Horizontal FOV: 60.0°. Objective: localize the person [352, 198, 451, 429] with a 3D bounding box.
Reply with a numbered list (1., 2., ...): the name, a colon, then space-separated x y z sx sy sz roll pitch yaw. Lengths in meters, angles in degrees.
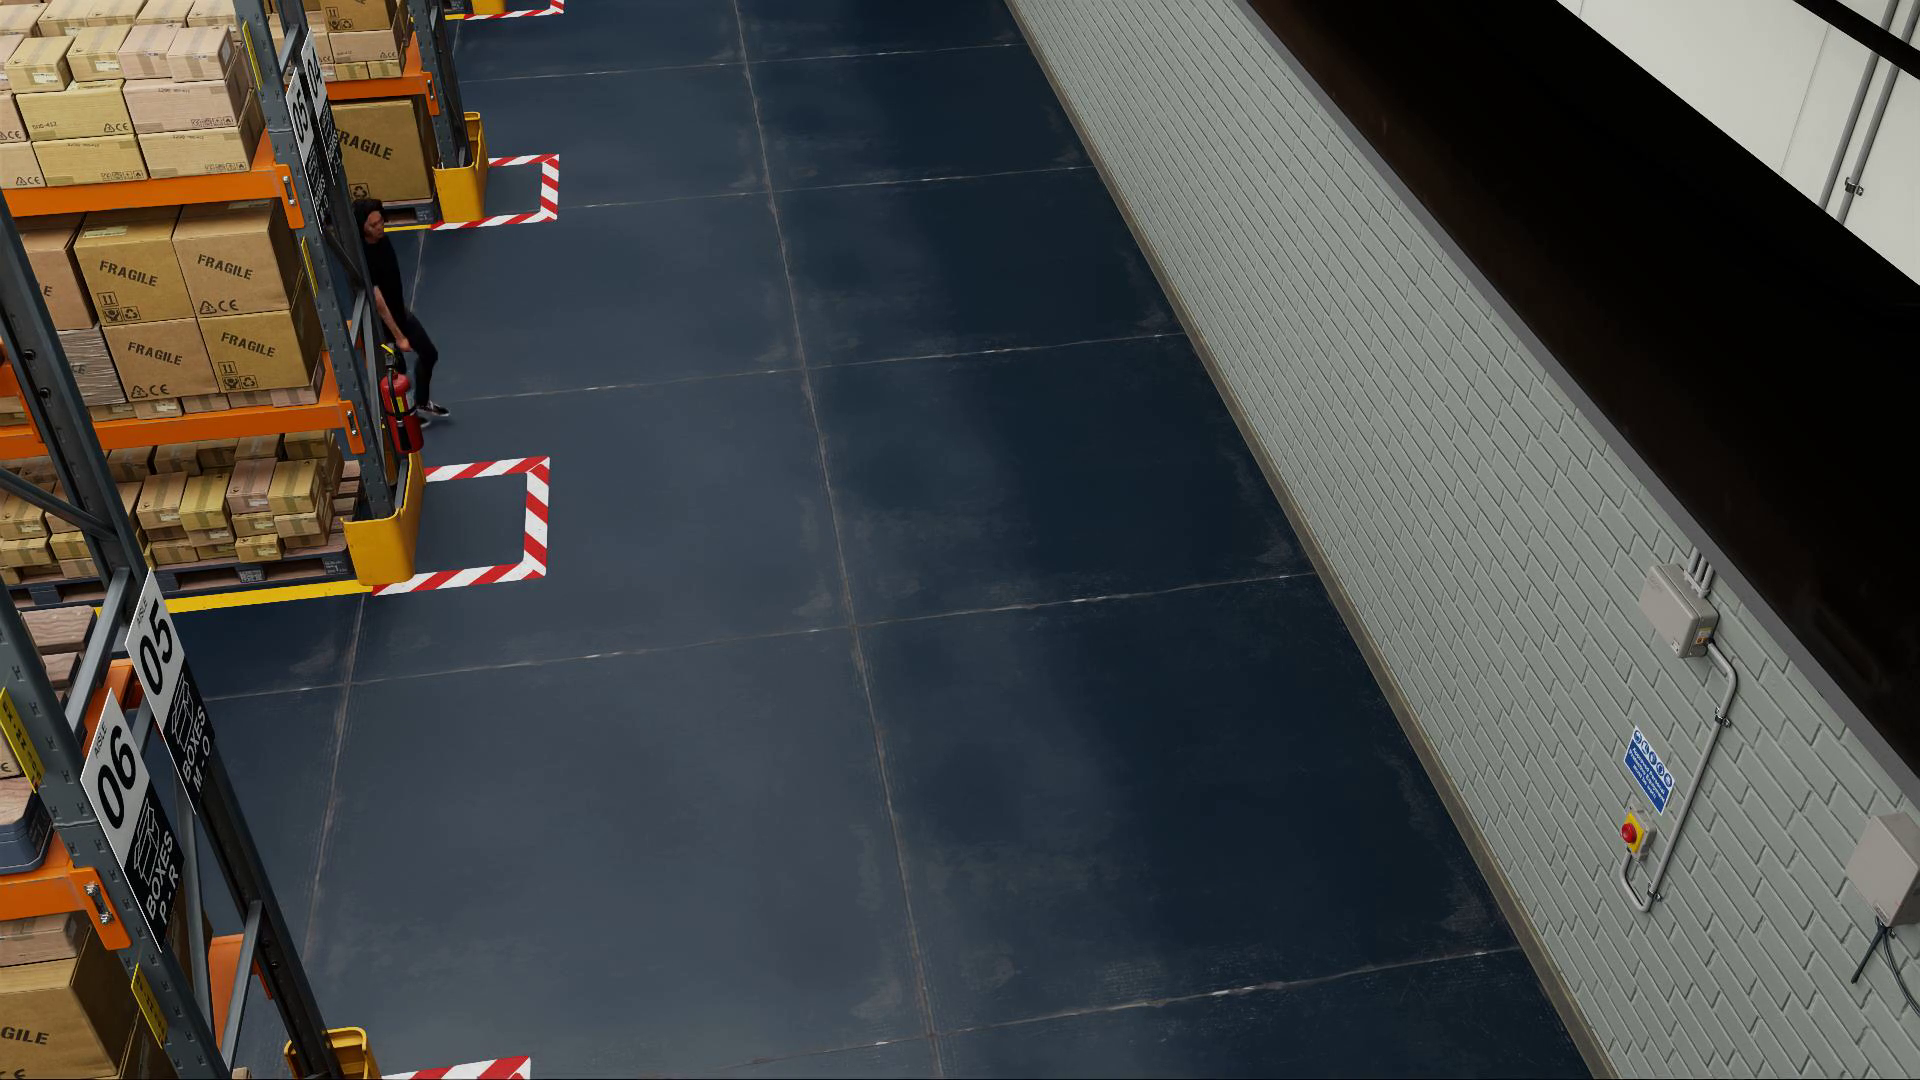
1. person: -3.986 -1.530 11.359 0.771 1.813 0.739 6 38 8
